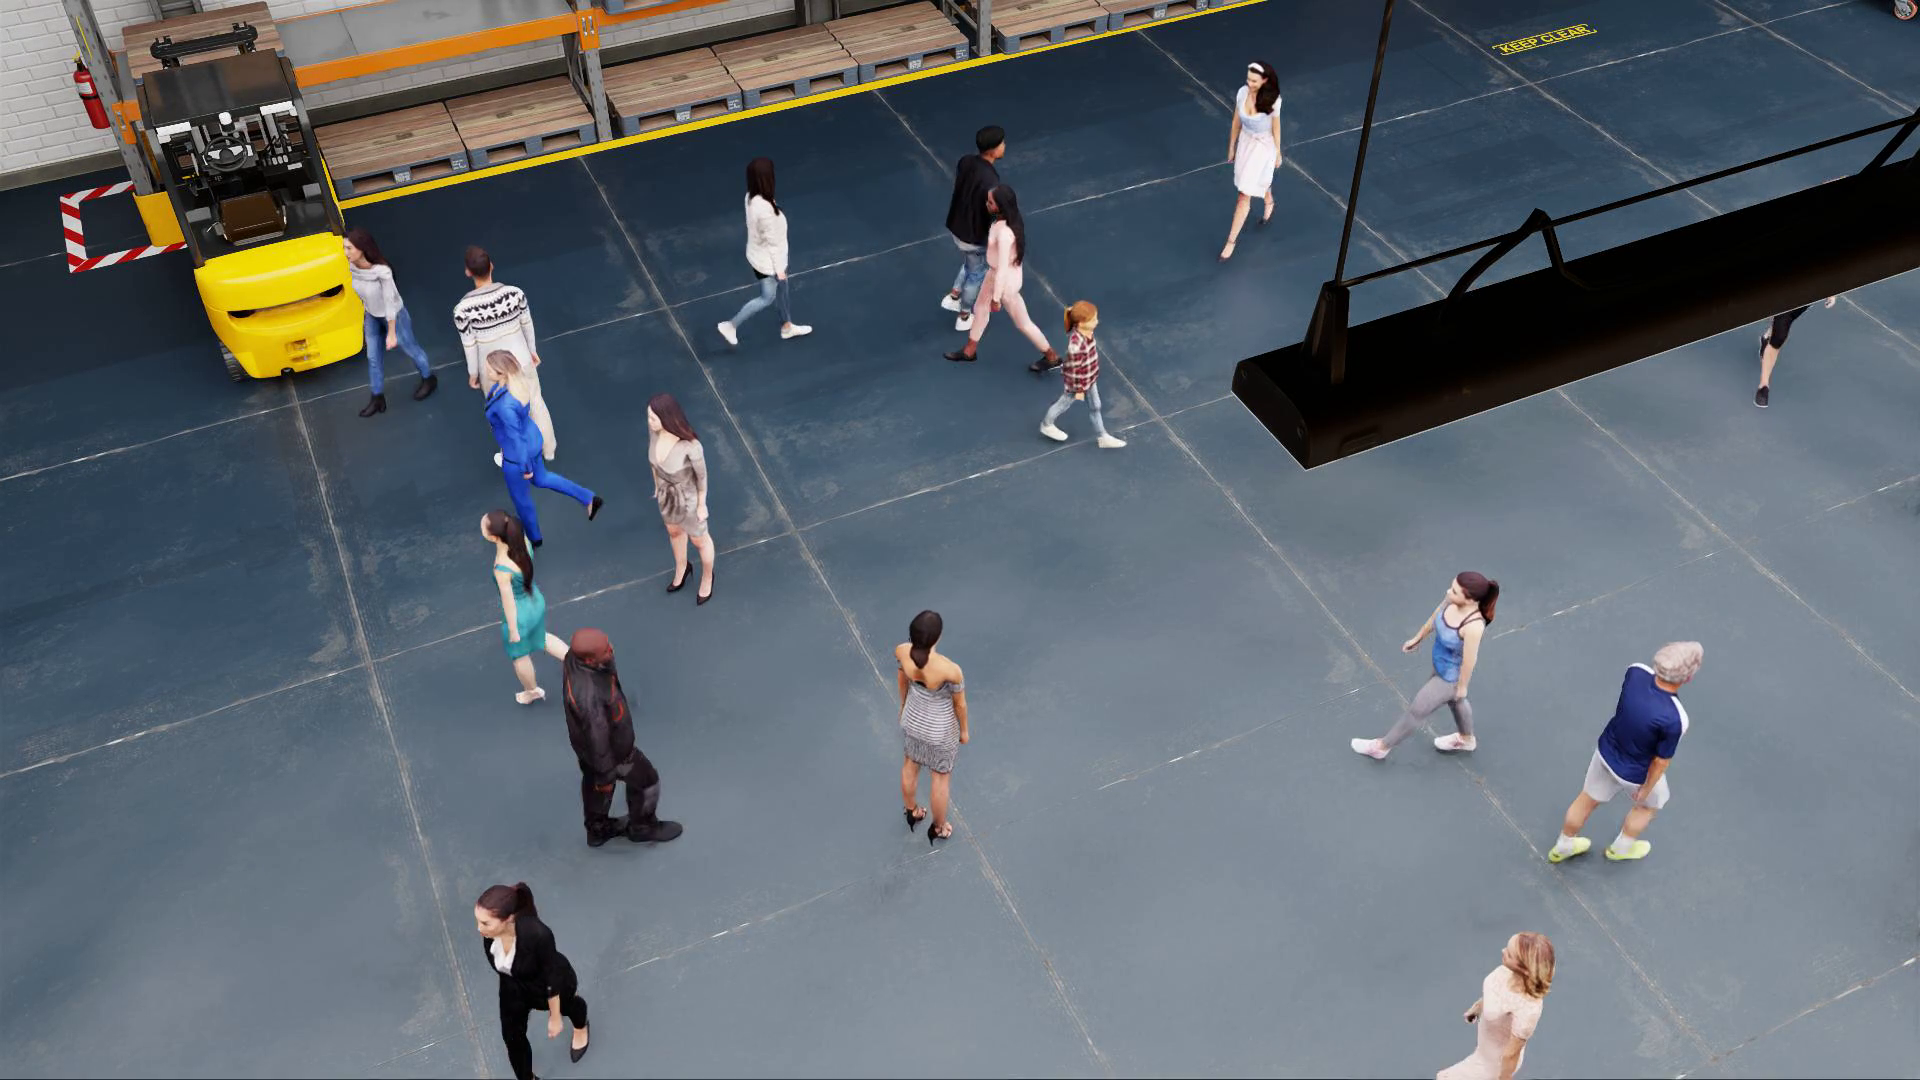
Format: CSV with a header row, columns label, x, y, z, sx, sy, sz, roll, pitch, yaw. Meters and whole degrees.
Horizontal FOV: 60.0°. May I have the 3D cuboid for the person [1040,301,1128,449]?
label,x,y,z,sx,sy,sz,roll,pitch,yaw
person,0.809,-1.204,12.174,0.935,1.272,0.911,18,46,18

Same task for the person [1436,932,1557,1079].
label,x,y,z,sx,sy,sz,roll,pitch,yaw
person,2.647,2.467,7.933,0.901,1.807,0.835,12,45,12

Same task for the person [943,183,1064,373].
label,x,y,z,sx,sy,sz,roll,pitch,yaw
person,0.442,-1.936,12.653,1.266,1.671,1.003,2,44,2

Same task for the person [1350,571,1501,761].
label,x,y,z,sx,sy,sz,roll,pitch,yaw
person,2.977,0.769,9.886,1.118,1.571,0.886,2,44,2

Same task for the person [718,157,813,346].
label,x,y,z,sx,sy,sz,roll,pitch,yaw
person,-1.578,-2.183,12.954,1.003,1.614,0.675,-13,45,-13

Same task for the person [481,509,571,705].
label,x,y,z,sx,sy,sz,roll,pitch,yaw
person,-2.578,0.450,10.152,0.922,1.667,0.819,8,44,8

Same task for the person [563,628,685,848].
label,x,y,z,sx,sy,sz,roll,pitch,yaw
person,-2.096,1.157,9.309,0.797,1.805,0.752,-16,46,-16

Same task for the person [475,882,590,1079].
label,x,y,z,sx,sy,sz,roll,pitch,yaw
person,-2.084,2.164,8.379,0.935,1.631,0.981,11,45,11

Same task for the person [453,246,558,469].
label,x,y,z,sx,sy,sz,roll,pitch,yaw
person,-3.234,-1.263,11.810,0.563,1.860,0.780,-26,49,-24

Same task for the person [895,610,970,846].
label,x,y,z,sx,sy,sz,roll,pitch,yaw
person,-0.183,1.079,9.380,0.675,1.821,0.693,23,48,22

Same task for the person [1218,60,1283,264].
label,x,y,z,sx,sy,sz,roll,pitch,yaw
person,2.523,-3.237,13.959,0.929,1.754,1.222,32,52,29

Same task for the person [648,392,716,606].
label,x,y,z,sx,sy,sz,roll,pitch,yaw
person,-1.820,-0.285,10.867,0.667,1.744,0.683,24,49,23

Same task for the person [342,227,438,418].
label,x,y,z,sx,sy,sz,roll,pitch,yaw
person,-4.209,-1.690,12.445,0.893,1.602,1.010,22,48,21

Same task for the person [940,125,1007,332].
label,x,y,z,sx,sy,sz,roll,pitch,yaw
person,0.032,-2.415,13.076,0.716,1.781,0.716,-20,47,-20

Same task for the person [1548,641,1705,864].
label,x,y,z,sx,sy,sz,roll,pitch,yaw
person,3.639,1.243,9.215,0.786,1.812,0.645,-20,47,-20

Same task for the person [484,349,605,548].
label,x,y,z,sx,sy,sz,roll,pitch,yaw
person,-2.854,-0.608,11.253,1.039,1.680,0.845,-2,44,-2
